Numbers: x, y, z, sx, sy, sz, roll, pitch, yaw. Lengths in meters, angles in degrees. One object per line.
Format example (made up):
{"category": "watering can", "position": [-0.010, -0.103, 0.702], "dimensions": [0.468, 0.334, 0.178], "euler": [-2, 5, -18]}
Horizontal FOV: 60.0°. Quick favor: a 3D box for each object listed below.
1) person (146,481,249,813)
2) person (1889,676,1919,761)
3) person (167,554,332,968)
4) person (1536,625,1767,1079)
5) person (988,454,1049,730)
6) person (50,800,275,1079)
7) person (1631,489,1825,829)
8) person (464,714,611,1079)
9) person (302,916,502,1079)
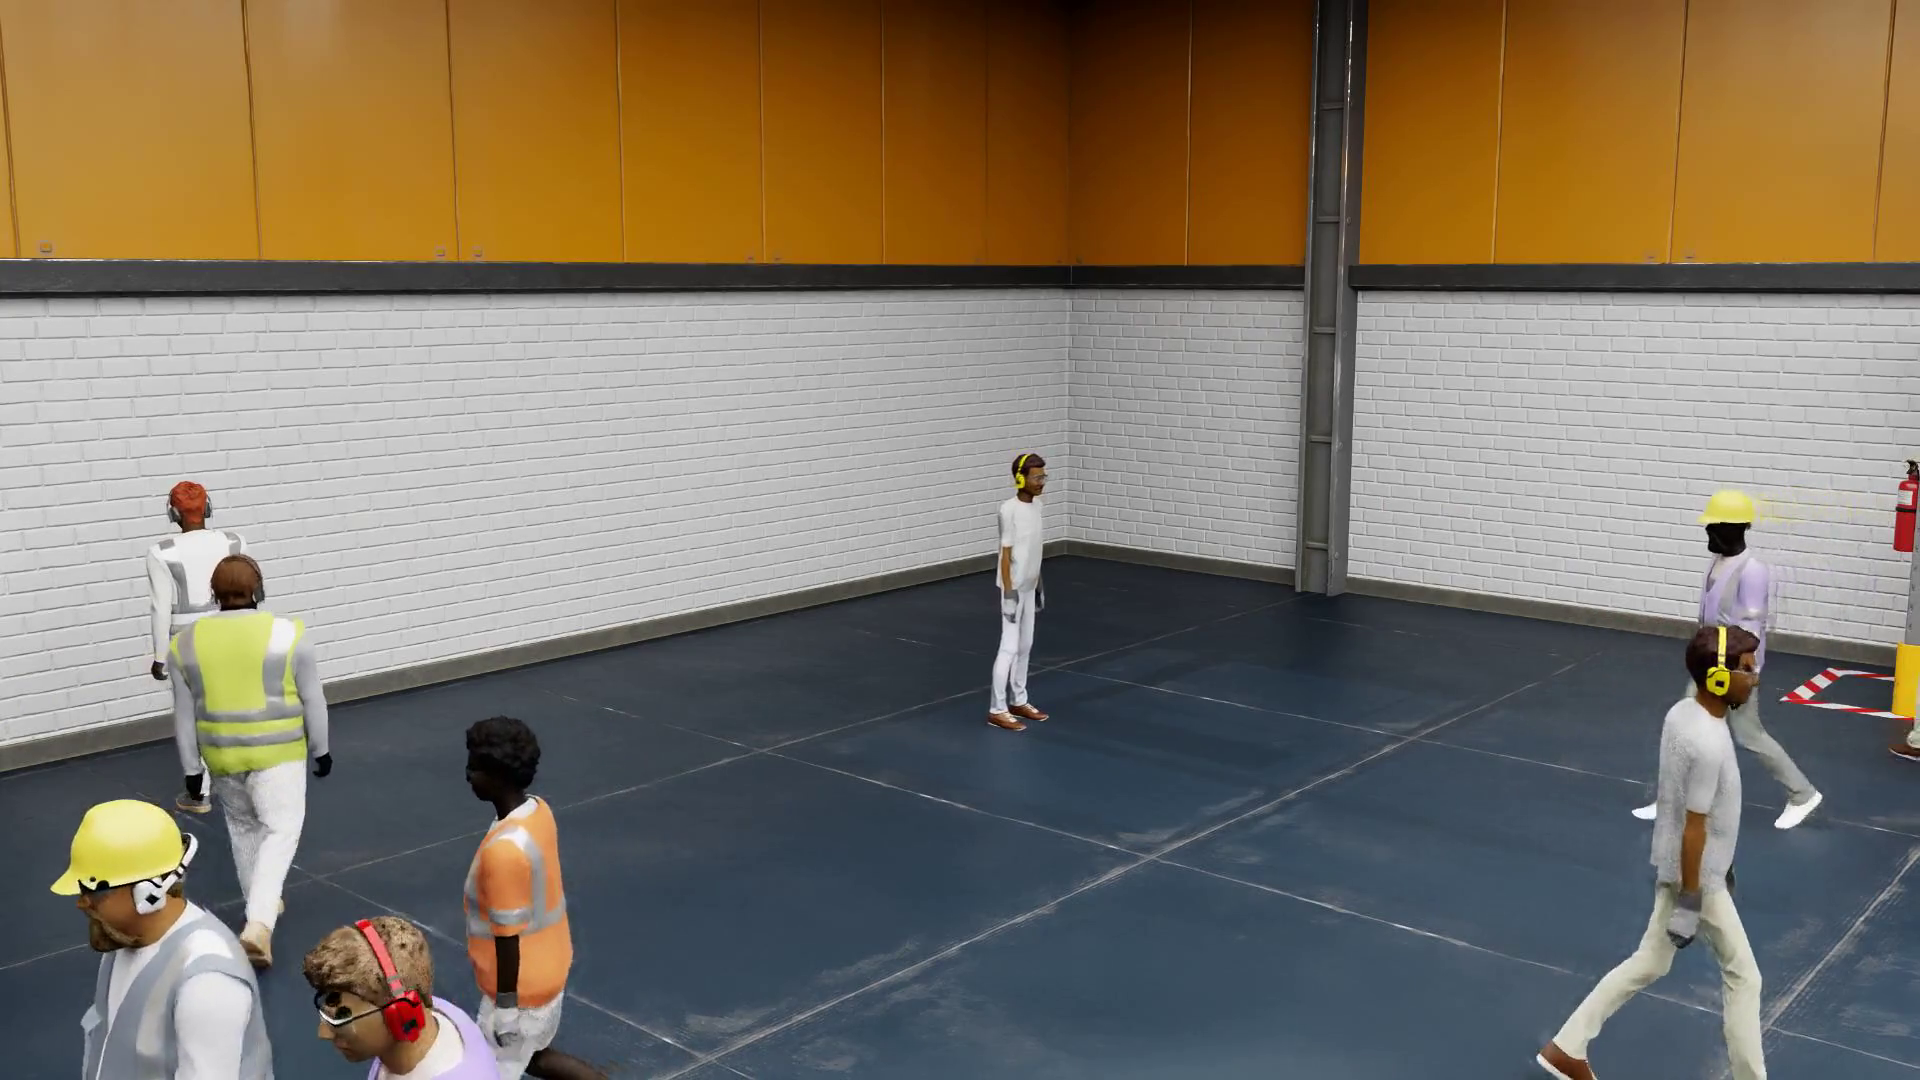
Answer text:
{"category": "person", "position": [-4.288, 0.600, 9.432], "dimensions": [0.353, 1.887, 0.573], "euler": [9, 12, 43]}
{"category": "person", "position": [6.115, 0.617, 10.220], "dimensions": [0.503, 1.606, 0.727], "euler": [-2, 9, -11]}
{"category": "person", "position": [-3.161, 0.963, 7.407], "dimensions": [0.623, 1.811, 0.868], "euler": [-1, 9, -3]}
{"category": "person", "position": [2.593, 1.183, 5.941], "dimensions": [0.942, 1.835, 0.513], "euler": [1, 9, 9]}
{"category": "person", "position": [0.415, 0.340, 11.172], "dimensions": [0.349, 1.859, 0.507], "euler": [6, 11, 33]}
{"category": "person", "position": [-1.898, 1.496, 4.041], "dimensions": [0.632, 1.811, 0.439], "euler": [9, 12, 43]}
{"category": "person", "position": [4.275, 0.657, 9.092], "dimensions": [0.932, 1.893, 0.598], "euler": [0, 9, 3]}
{"category": "person", "position": [-1.307, 1.371, 5.266], "dimensions": [0.653, 1.678, 0.537], "euler": [-1, 9, -4]}
{"category": "person", "position": [-1.129, 1.607, 3.360], "dimensions": [0.810, 1.798, 0.628], "euler": [-4, 10, -25]}
